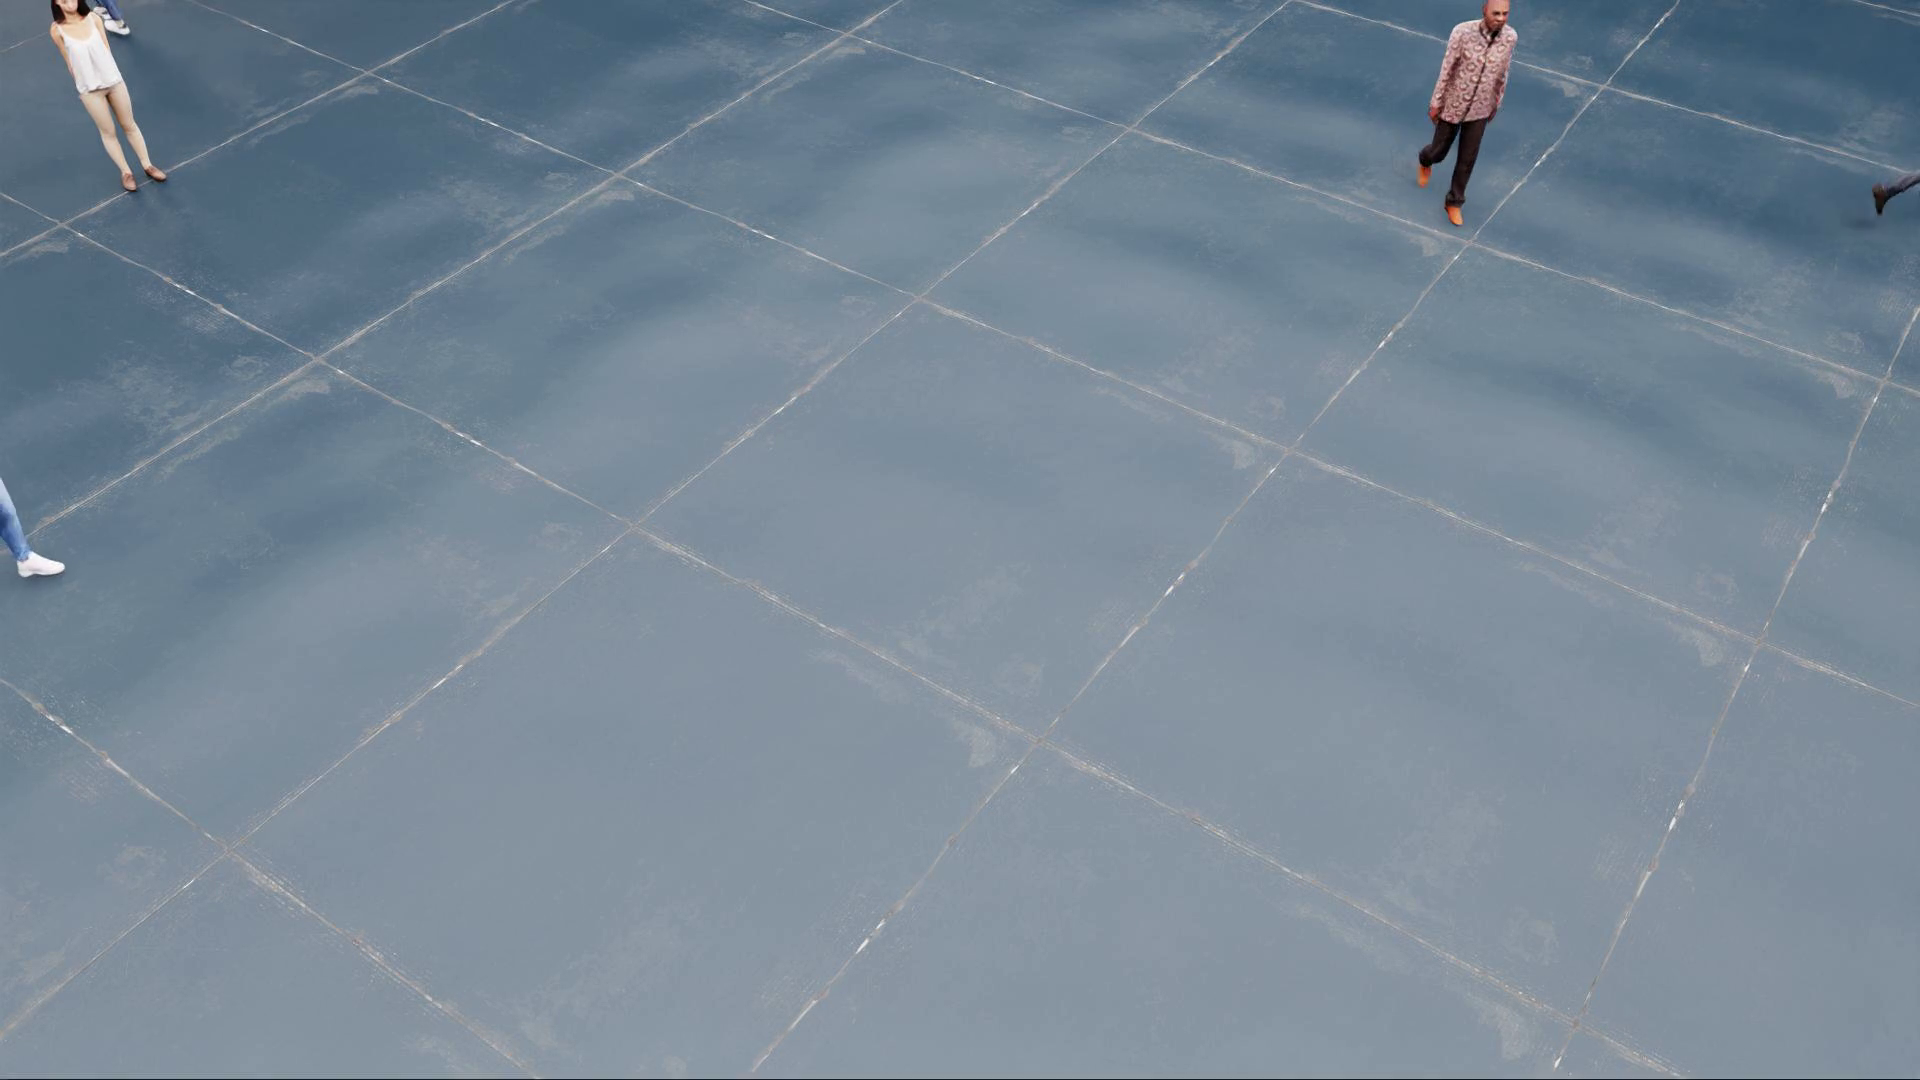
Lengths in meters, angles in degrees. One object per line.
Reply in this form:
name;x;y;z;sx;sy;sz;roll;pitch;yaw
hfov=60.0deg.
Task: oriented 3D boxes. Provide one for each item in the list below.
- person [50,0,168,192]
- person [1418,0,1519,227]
person;-6.610;-3.509;12.765;0.579;1.653;0.646;26;49;25
person;3.756;-3.287;12.430;1.024;1.785;1.038;0;43;0
